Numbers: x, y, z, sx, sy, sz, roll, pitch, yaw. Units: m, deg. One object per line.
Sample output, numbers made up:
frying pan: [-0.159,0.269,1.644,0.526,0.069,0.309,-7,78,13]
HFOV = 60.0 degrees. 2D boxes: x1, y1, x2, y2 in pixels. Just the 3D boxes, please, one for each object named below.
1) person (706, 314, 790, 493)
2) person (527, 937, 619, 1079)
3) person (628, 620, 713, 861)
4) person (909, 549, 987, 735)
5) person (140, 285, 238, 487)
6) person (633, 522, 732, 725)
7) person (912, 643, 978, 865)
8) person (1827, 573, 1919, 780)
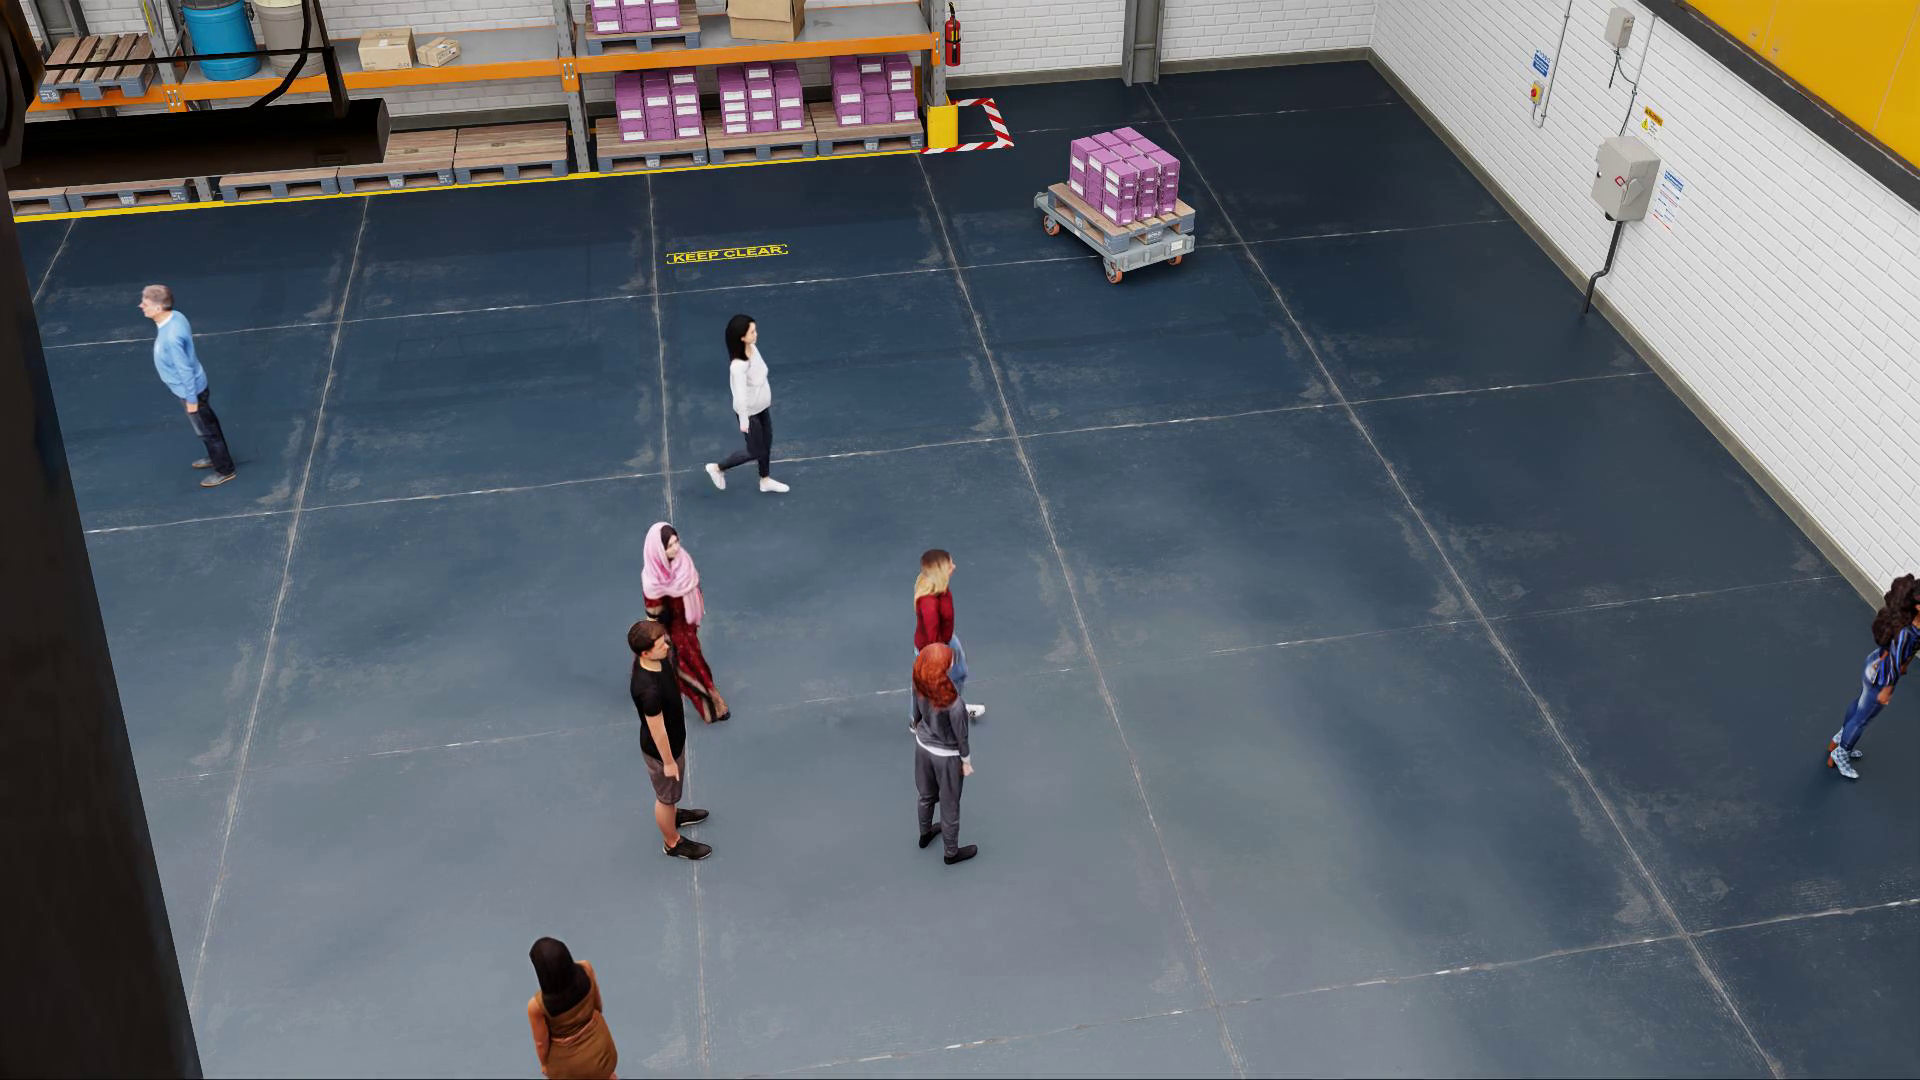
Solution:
person: [-1.747,-1.054,13.280,0.949,1.687,0.752,3,39,3]
person: [-1.990,2.641,8.655,0.701,1.685,0.617,30,47,32]
person: [-1.846,1.212,10.302,0.569,1.862,0.663,-5,39,-7]
person: [-0.242,0.704,11.136,0.805,1.615,0.689,0,39,0]
person: [-6.233,-1.277,13.452,0.657,1.820,0.711,-16,41,-19]
person: [-2.006,0.528,11.365,1.143,1.605,1.015,17,42,20]
person: [-0.122,1.308,10.248,0.655,1.780,0.685,31,48,33]
person: [6.057,0.887,10.914,0.743,1.607,0.695,21,43,24]
